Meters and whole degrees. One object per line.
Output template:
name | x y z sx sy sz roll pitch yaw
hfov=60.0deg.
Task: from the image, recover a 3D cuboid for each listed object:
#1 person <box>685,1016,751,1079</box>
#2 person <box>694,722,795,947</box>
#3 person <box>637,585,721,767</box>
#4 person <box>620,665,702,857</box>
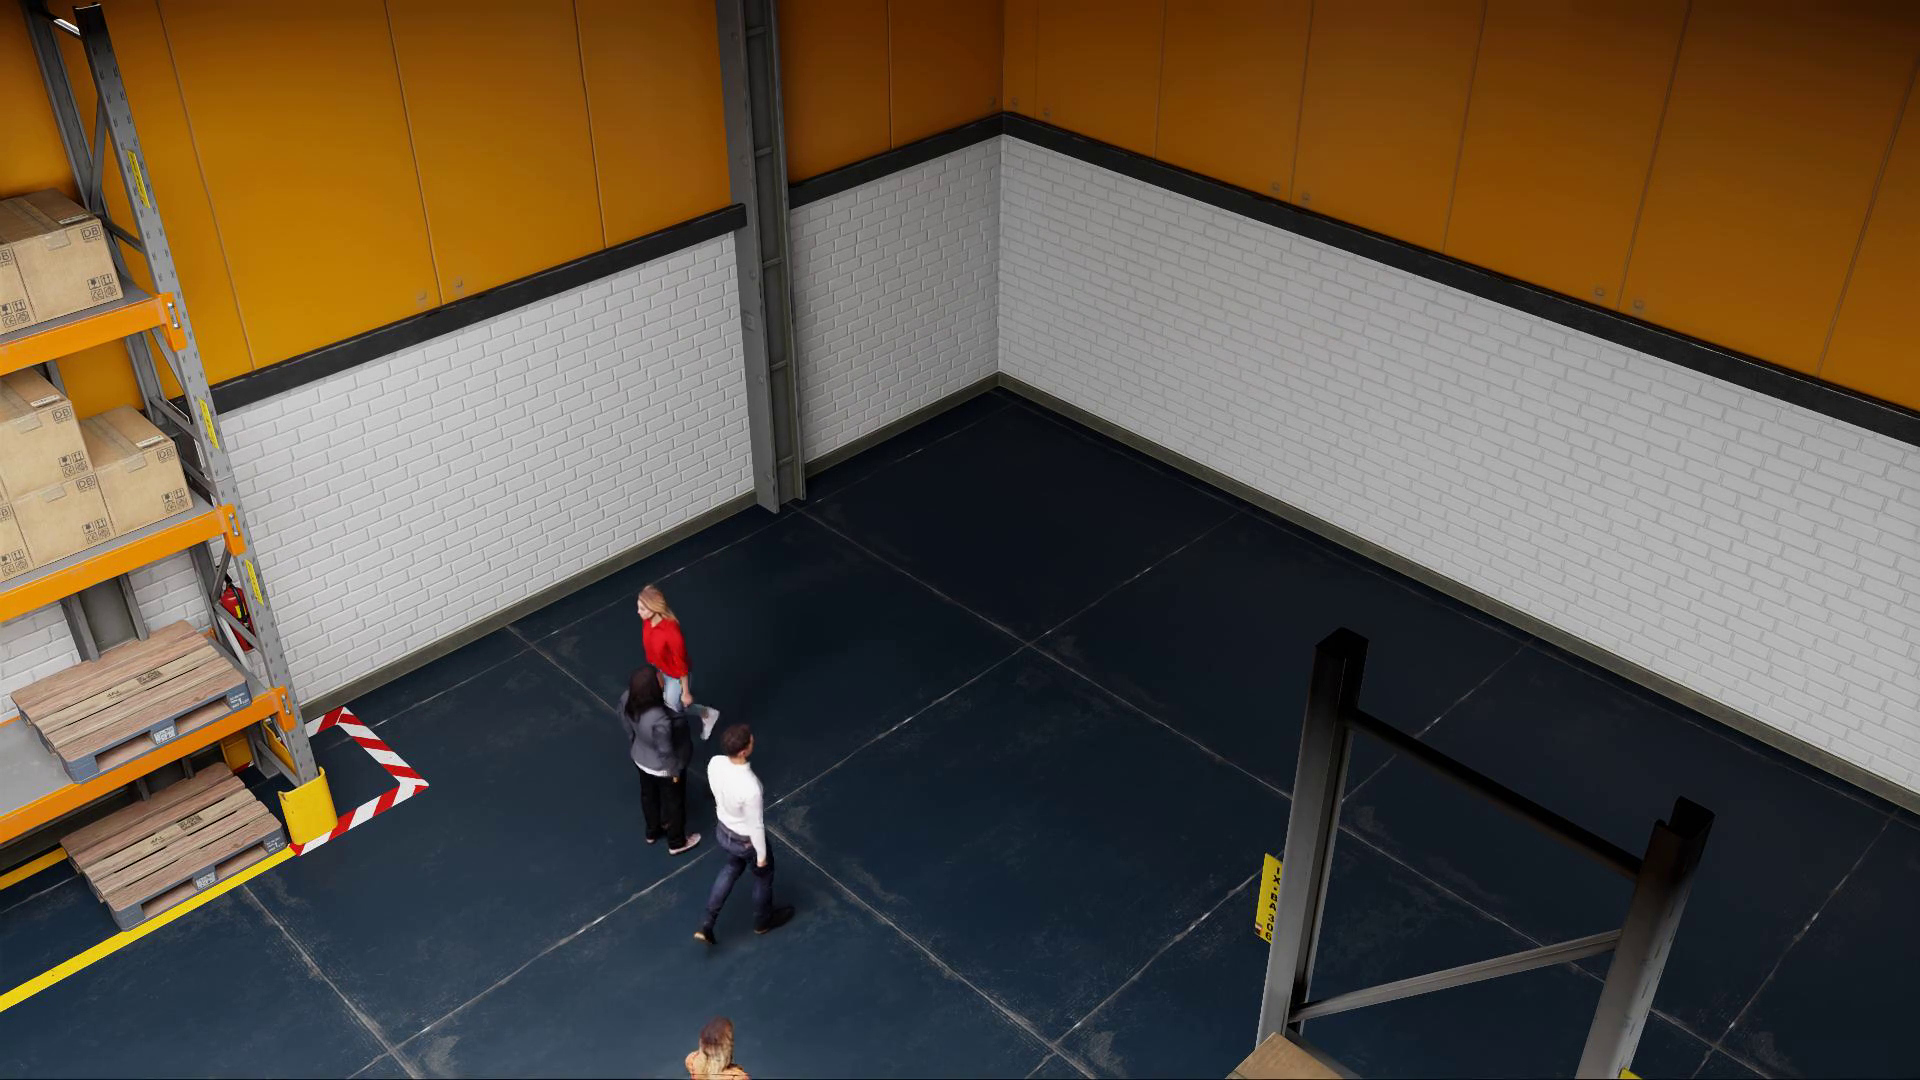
person | -1.334 3.285 9.103 0.837 1.595 1.112 13 36 19
person | -1.495 1.969 10.858 0.636 1.844 0.980 28 43 35
person | -2.088 1.001 12.462 0.848 1.681 0.668 -29 43 -36
person | -2.134 1.542 11.724 0.653 1.597 0.633 25 41 33
